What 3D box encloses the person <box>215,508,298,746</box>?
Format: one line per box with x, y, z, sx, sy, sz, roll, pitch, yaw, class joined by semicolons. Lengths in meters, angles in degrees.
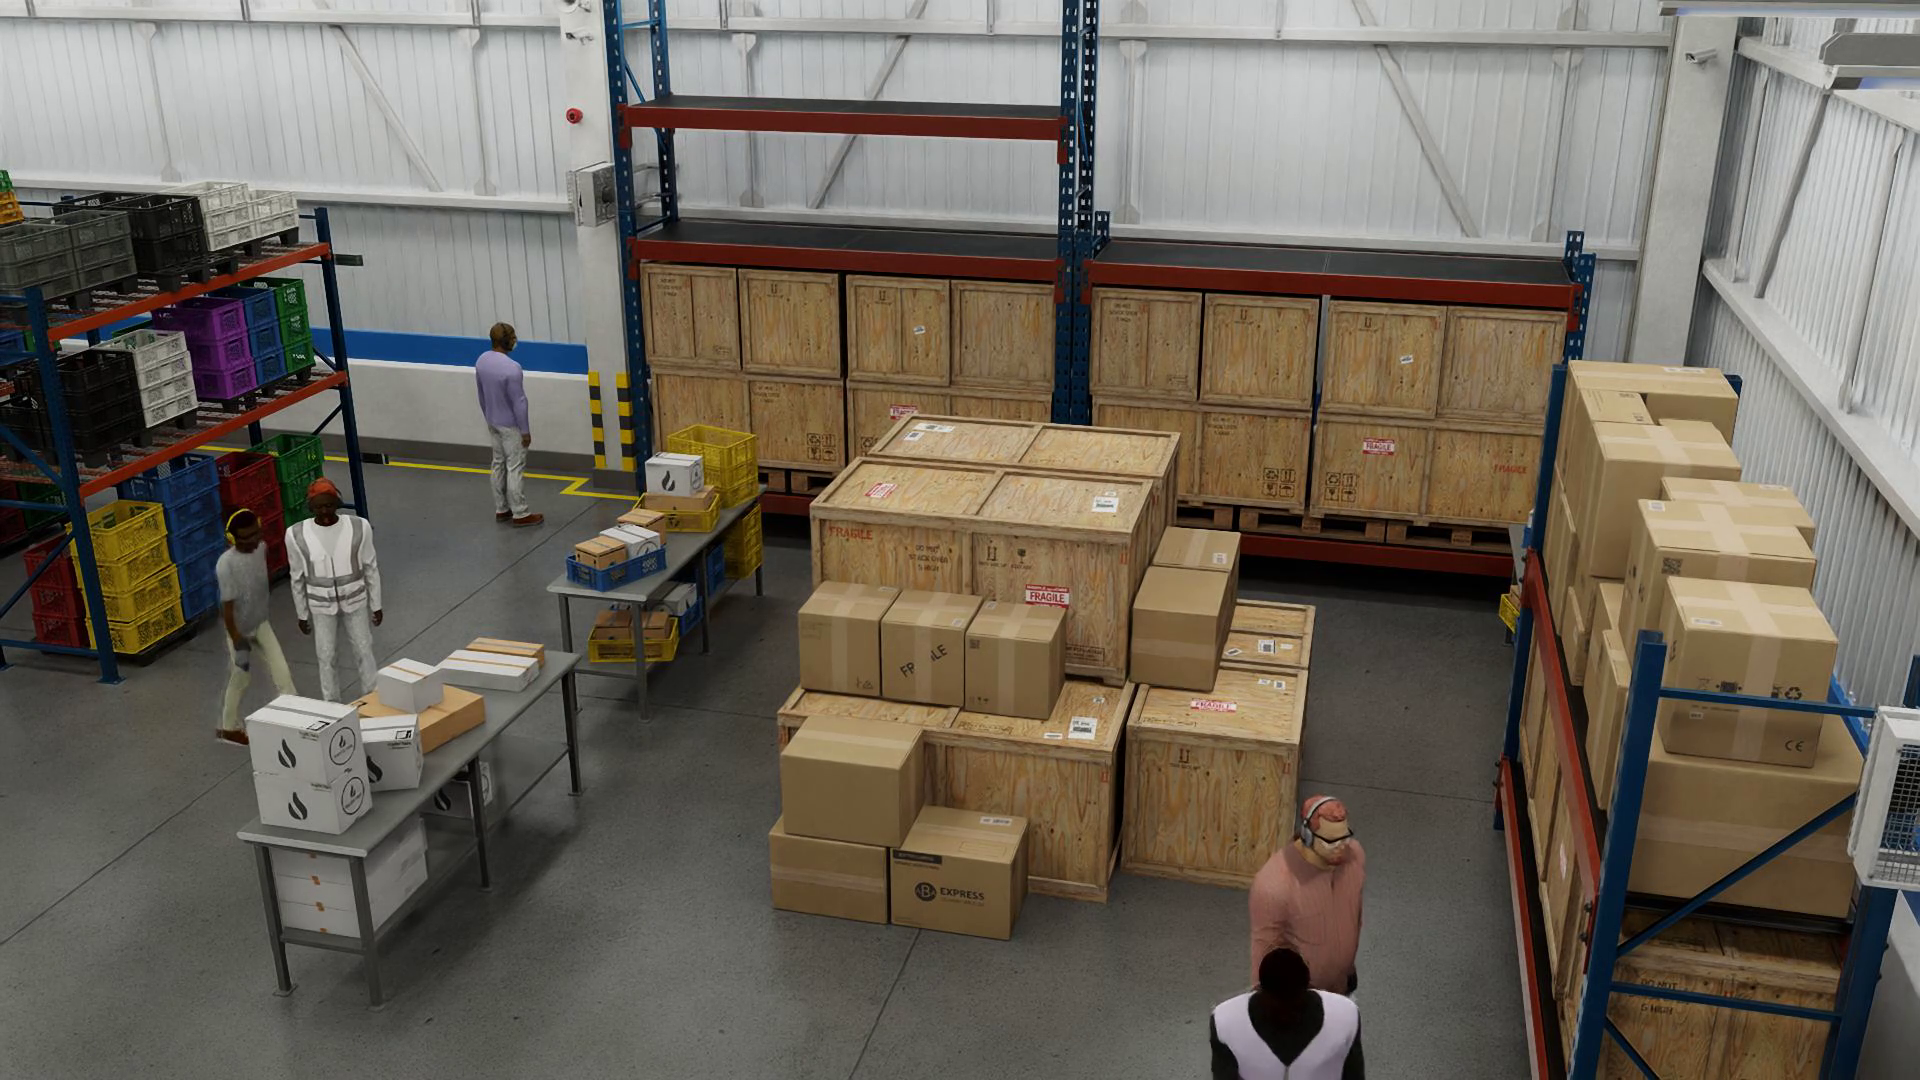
-4.737;0.616;11.249;0.940;1.804;0.574;7;22;17;person

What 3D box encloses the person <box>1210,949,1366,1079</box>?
1.291;2.386;6.552;0.656;1.859;0.805;4;21;9;person

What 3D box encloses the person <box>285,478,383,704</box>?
-4.325;0.457;11.582;0.579;1.877;0.346;-8;22;-20;person

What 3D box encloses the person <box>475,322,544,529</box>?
-4.221;-1.075;15.503;0.635;1.936;0.353;17;27;38;person

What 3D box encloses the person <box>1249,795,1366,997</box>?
1.576;1.991;7.546;0.645;1.897;0.401;-13;25;-31;person
